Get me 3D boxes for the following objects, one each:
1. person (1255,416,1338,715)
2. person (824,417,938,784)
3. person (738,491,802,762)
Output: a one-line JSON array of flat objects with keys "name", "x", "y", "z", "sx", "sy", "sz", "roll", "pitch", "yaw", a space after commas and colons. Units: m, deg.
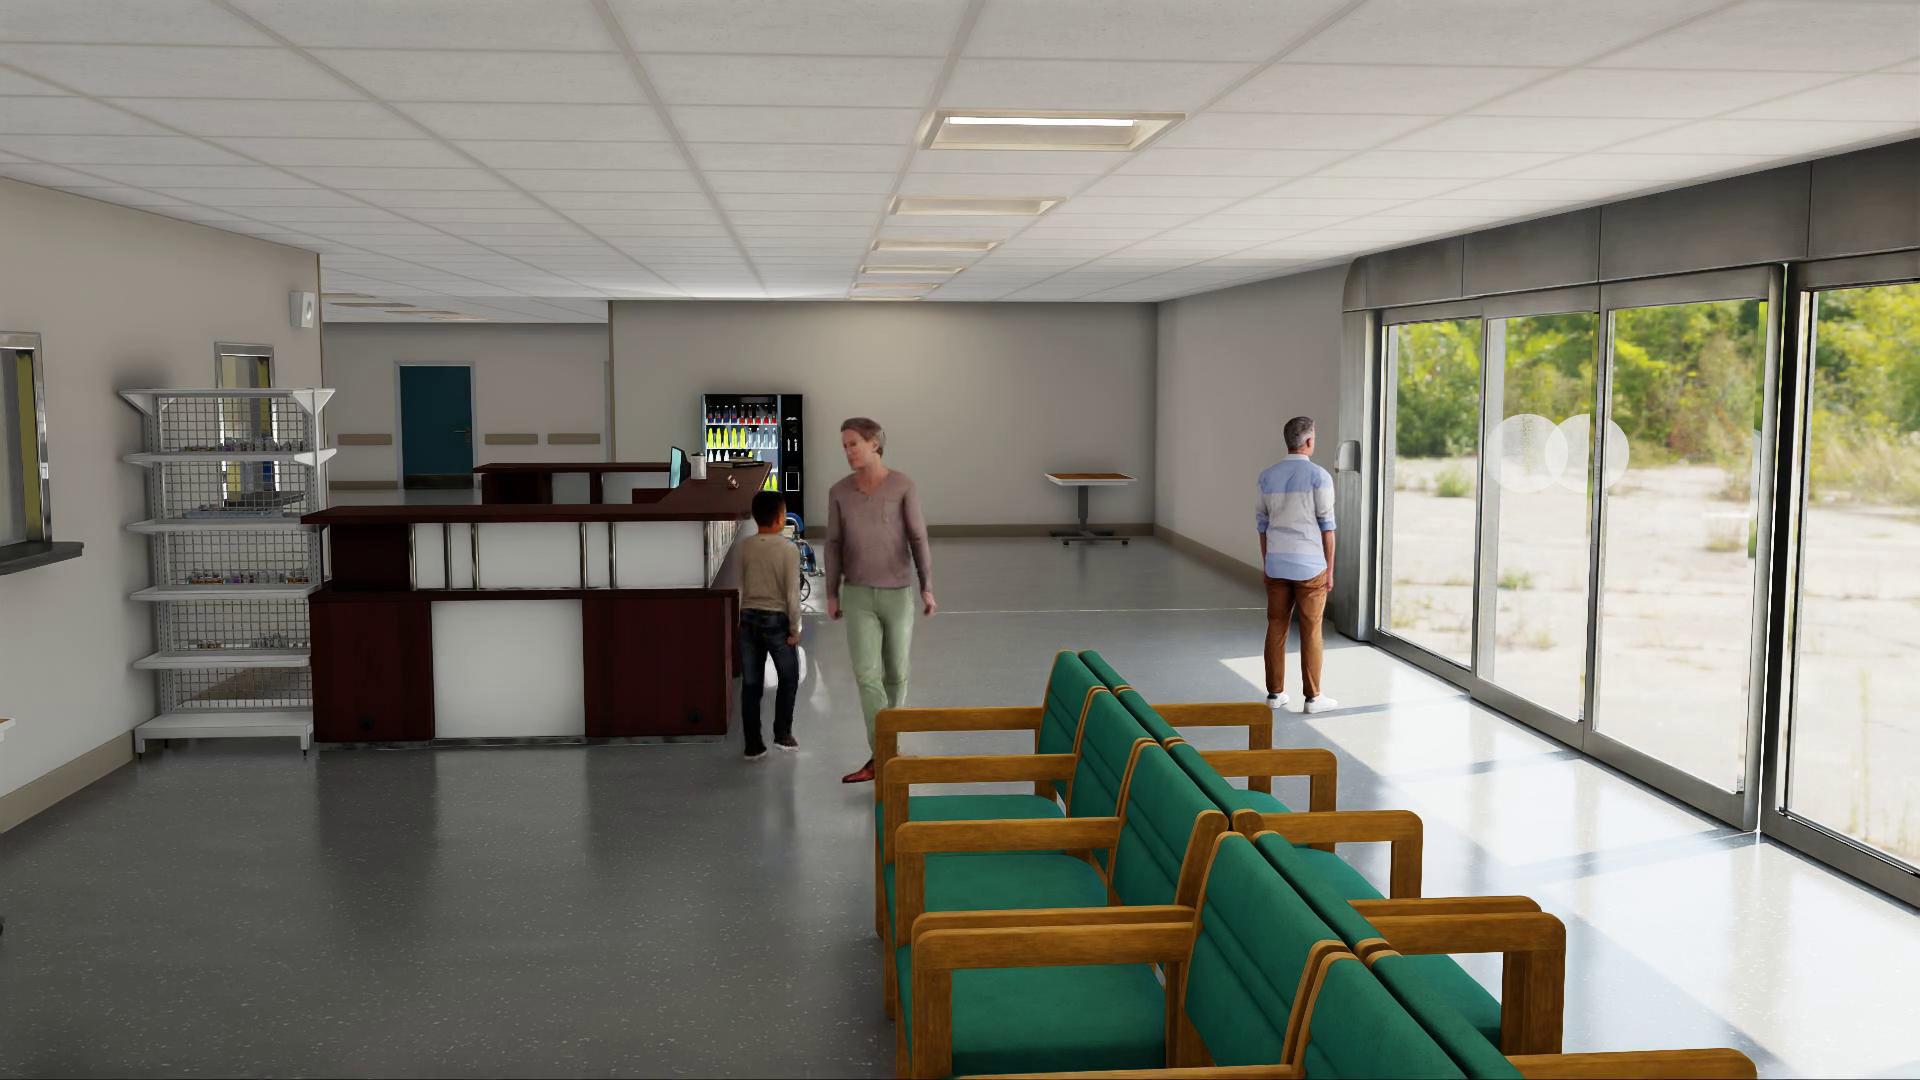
[{"name": "person", "x": 2.092, "y": 0.144, "z": 10.332, "sx": 0.749, "sy": 1.828, "sz": 0.820, "roll": 4, "pitch": 7, "yaw": 37}, {"name": "person", "x": -0.419, "y": 0.304, "z": 8.630, "sx": 0.893, "sy": 1.851, "sz": 0.896, "roll": 0, "pitch": 6, "yaw": -4}, {"name": "person", "x": -1.068, "y": 0.476, "z": 8.922, "sx": 0.617, "sy": 1.450, "sz": 0.710, "roll": 1, "pitch": 6, "yaw": 11}]
